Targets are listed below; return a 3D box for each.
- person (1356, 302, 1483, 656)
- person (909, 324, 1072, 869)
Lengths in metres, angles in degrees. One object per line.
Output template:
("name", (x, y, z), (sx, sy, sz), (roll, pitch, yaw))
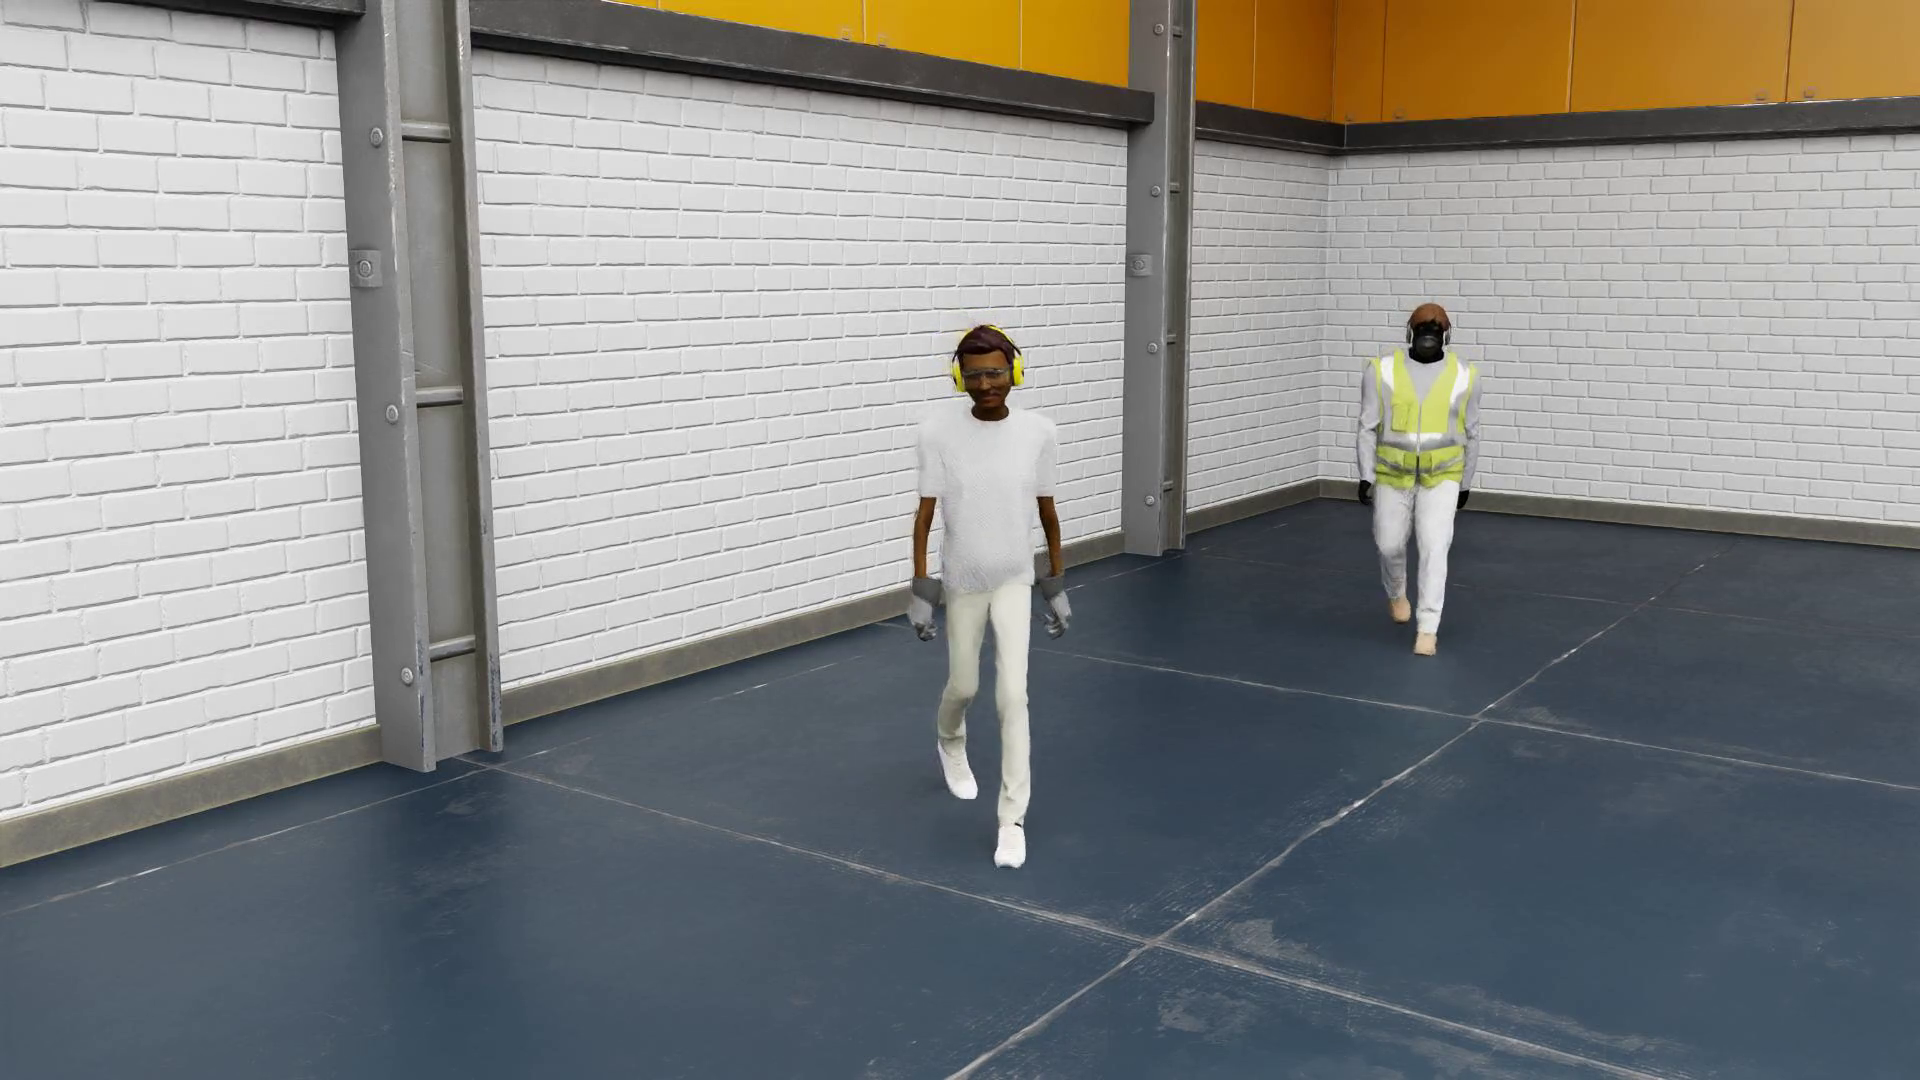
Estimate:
("person", (2.419, -0.349, 8.804), (0.623, 1.817, 0.781), (3, 10, 17))
("person", (0.101, 0.144, 5.876), (0.582, 1.822, 0.919), (-1, 10, -4))
